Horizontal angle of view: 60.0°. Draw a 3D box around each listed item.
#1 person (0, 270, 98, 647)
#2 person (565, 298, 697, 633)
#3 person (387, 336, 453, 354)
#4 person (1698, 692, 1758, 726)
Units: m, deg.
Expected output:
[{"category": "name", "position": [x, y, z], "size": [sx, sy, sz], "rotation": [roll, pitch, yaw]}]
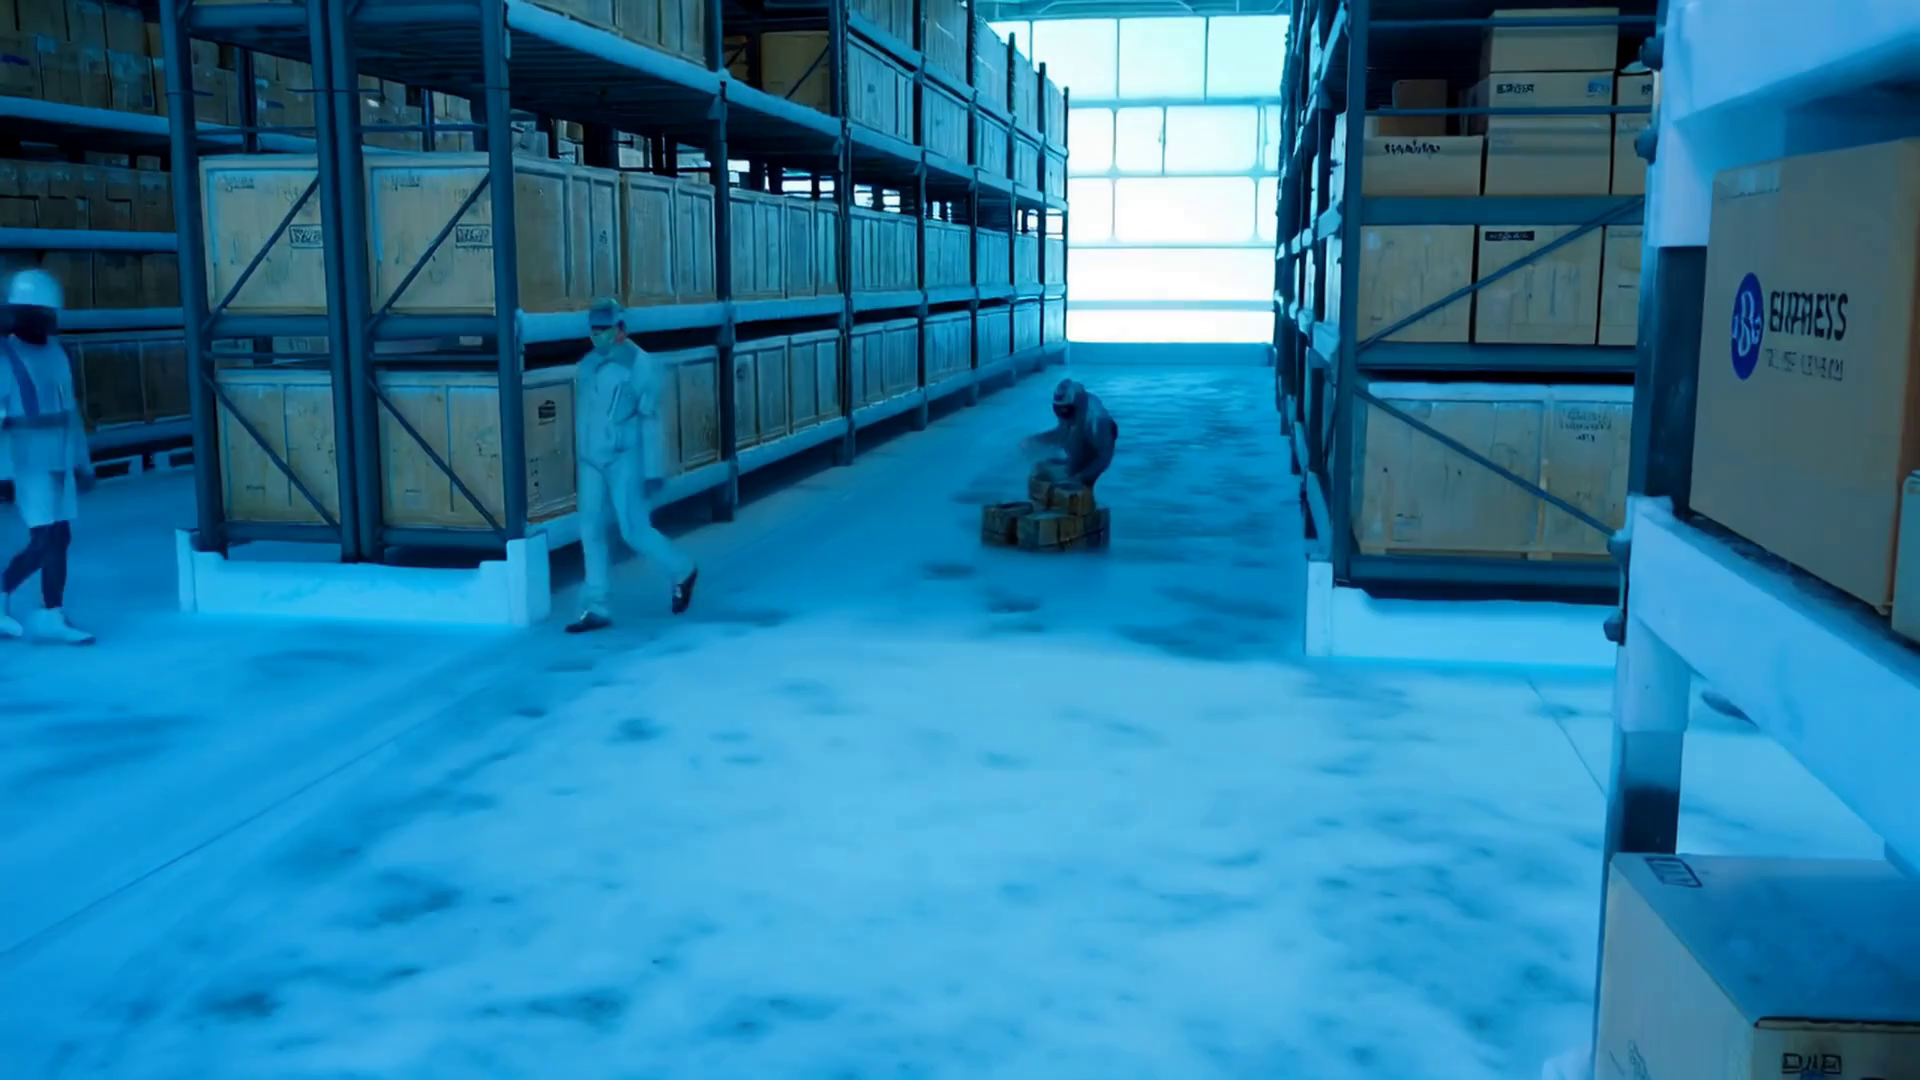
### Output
[{"category": "person", "position": [-4.915, -0.415, 8.891], "size": [0.490, 2.031, 0.605], "rotation": [1, 9, 9]}, {"category": "person", "position": [-1.909, -0.437, 9.483], "size": [0.658, 1.881, 0.780], "rotation": [7, 11, 36]}, {"category": "person", "position": [-5.330, -1.559, 16.497], "size": [0.640, 1.870, 0.920], "rotation": [1, 9, 8]}, {"category": "person", "position": [3.814, -0.027, 7.198], "size": [0.977, 1.800, 0.581], "rotation": [1, 9, 8]}]
